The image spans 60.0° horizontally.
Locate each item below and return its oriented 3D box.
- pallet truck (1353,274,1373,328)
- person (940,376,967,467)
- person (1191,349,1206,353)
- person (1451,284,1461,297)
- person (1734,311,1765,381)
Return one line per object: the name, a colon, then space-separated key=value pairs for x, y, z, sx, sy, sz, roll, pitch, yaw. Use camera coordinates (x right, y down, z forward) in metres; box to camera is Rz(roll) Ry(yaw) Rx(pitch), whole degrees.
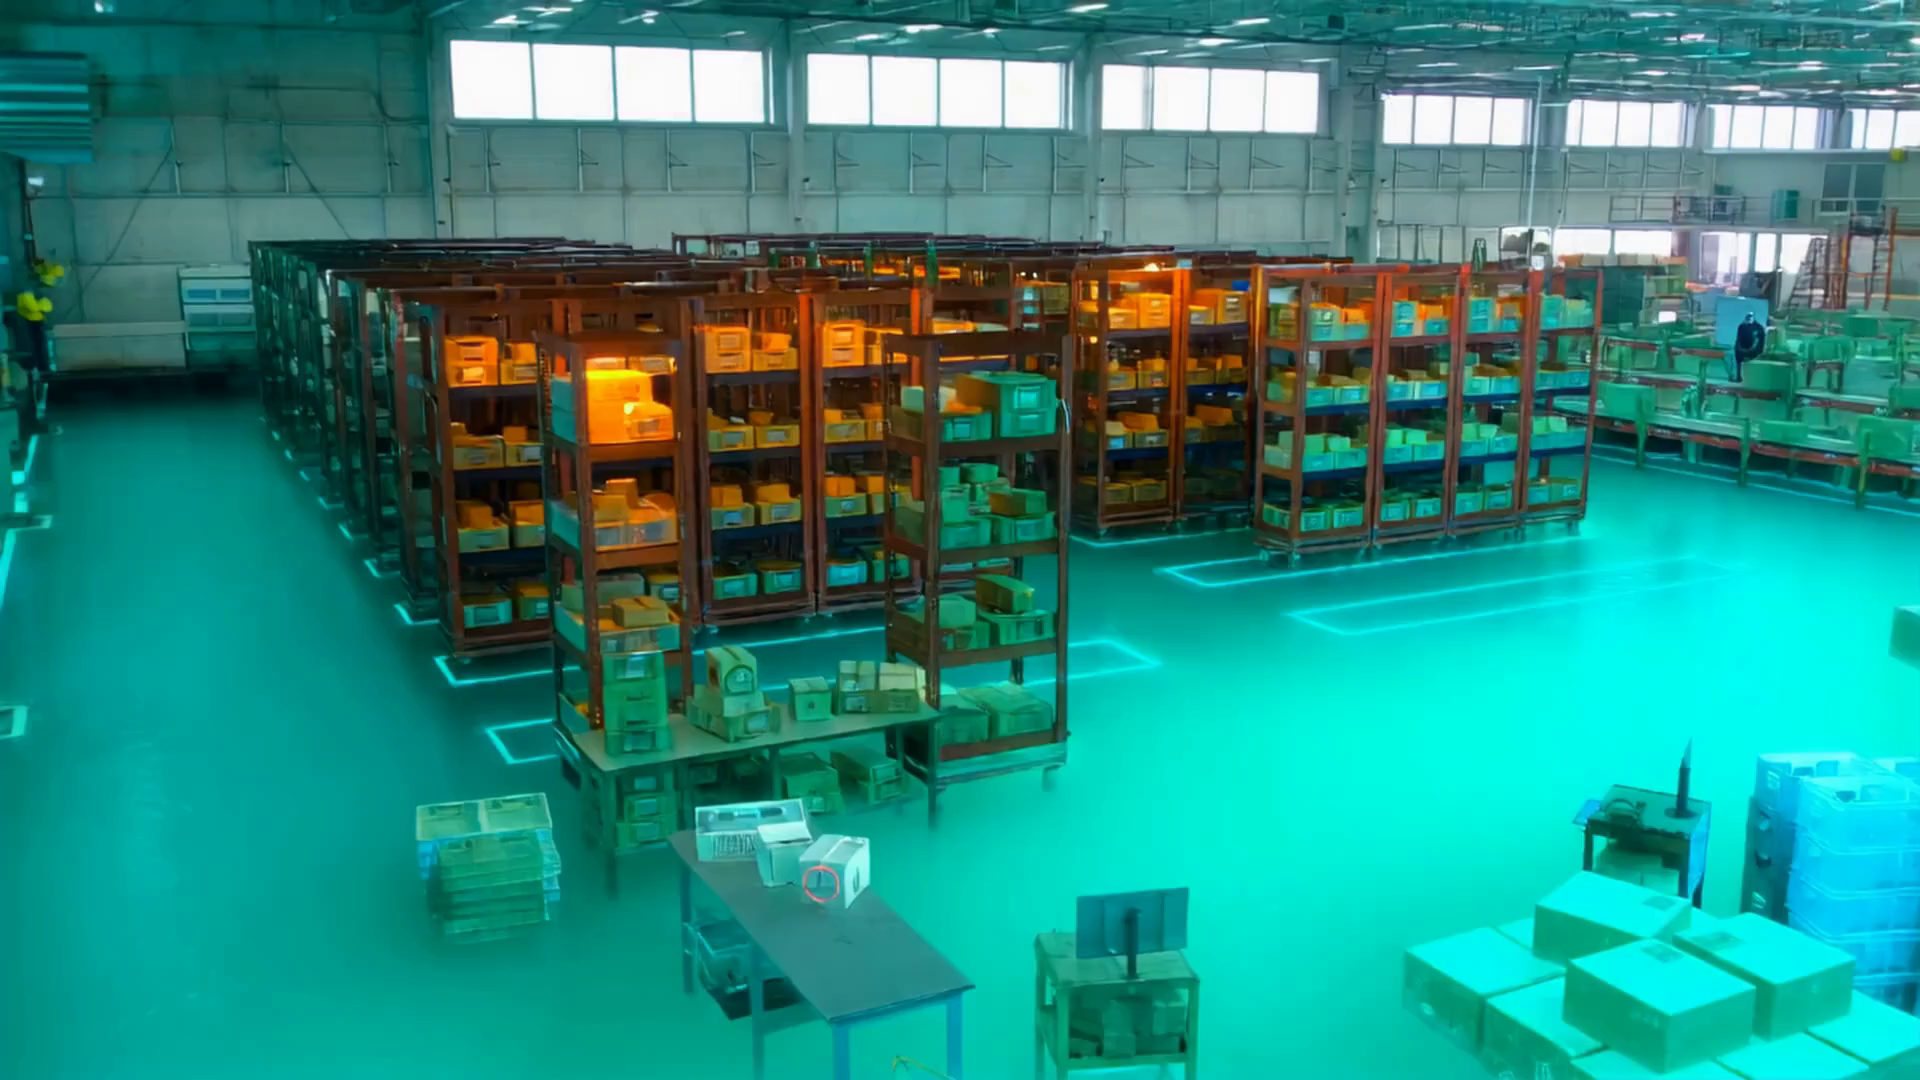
pallet truck: x=13.011 y=-8.050 z=55.243 sx=0.823 sy=1.965 sz=1.885 roll=-7 pitch=14 yaw=-28
person: x=-0.090 y=-1.396 z=24.230 sx=0.964 sy=1.966 sz=0.600 roll=12 pitch=17 yaw=43
person: x=5.337 y=-4.007 z=37.011 sx=0.532 sy=1.729 sz=0.927 roll=-6 pitch=13 yaw=-25
person: x=14.000 y=-6.297 z=46.994 sx=0.850 sy=2.023 sz=0.617 roll=-7 pitch=14 yaw=-29
person: x=17.850 y=-4.245 z=37.695 sx=0.399 sy=1.897 sz=0.642 roll=-9 pitch=15 yaw=-36
